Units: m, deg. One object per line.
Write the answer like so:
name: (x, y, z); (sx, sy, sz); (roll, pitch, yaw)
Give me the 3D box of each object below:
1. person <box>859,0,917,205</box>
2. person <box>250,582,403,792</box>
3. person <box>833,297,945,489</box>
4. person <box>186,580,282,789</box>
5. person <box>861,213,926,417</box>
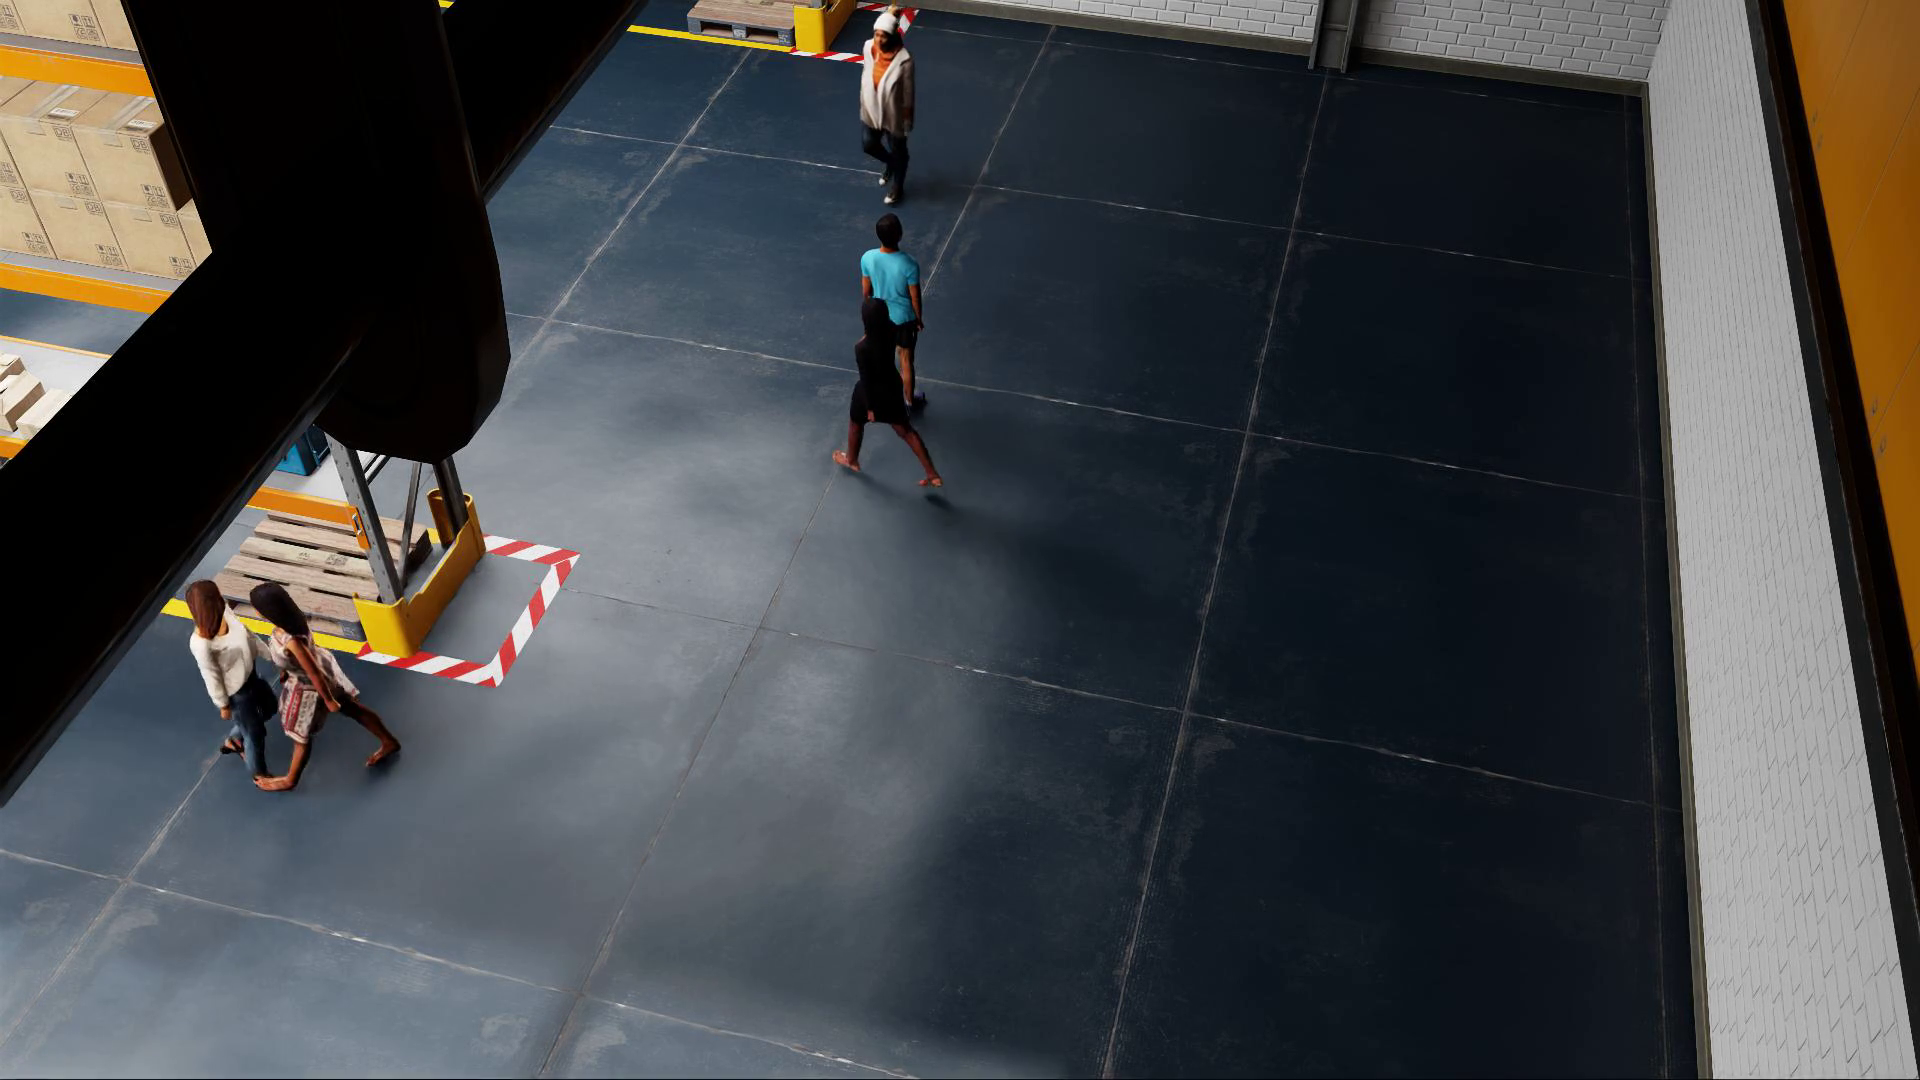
person: (-0.603, -3.981, 15.090); (0.757, 1.881, 0.851); (21, 47, 20)
person: (-3.864, 0.854, 10.221); (1.175, 1.597, 1.082); (-21, 47, -21)
person: (-0.507, -1.033, 12.142); (1.278, 1.680, 0.910); (26, 49, 24)
person: (-4.478, 0.873, 10.155); (0.872, 1.661, 0.755); (2, 44, 2)
person: (-0.511, -1.718, 12.790); (0.443, 1.777, 0.664); (11, 45, 11)
